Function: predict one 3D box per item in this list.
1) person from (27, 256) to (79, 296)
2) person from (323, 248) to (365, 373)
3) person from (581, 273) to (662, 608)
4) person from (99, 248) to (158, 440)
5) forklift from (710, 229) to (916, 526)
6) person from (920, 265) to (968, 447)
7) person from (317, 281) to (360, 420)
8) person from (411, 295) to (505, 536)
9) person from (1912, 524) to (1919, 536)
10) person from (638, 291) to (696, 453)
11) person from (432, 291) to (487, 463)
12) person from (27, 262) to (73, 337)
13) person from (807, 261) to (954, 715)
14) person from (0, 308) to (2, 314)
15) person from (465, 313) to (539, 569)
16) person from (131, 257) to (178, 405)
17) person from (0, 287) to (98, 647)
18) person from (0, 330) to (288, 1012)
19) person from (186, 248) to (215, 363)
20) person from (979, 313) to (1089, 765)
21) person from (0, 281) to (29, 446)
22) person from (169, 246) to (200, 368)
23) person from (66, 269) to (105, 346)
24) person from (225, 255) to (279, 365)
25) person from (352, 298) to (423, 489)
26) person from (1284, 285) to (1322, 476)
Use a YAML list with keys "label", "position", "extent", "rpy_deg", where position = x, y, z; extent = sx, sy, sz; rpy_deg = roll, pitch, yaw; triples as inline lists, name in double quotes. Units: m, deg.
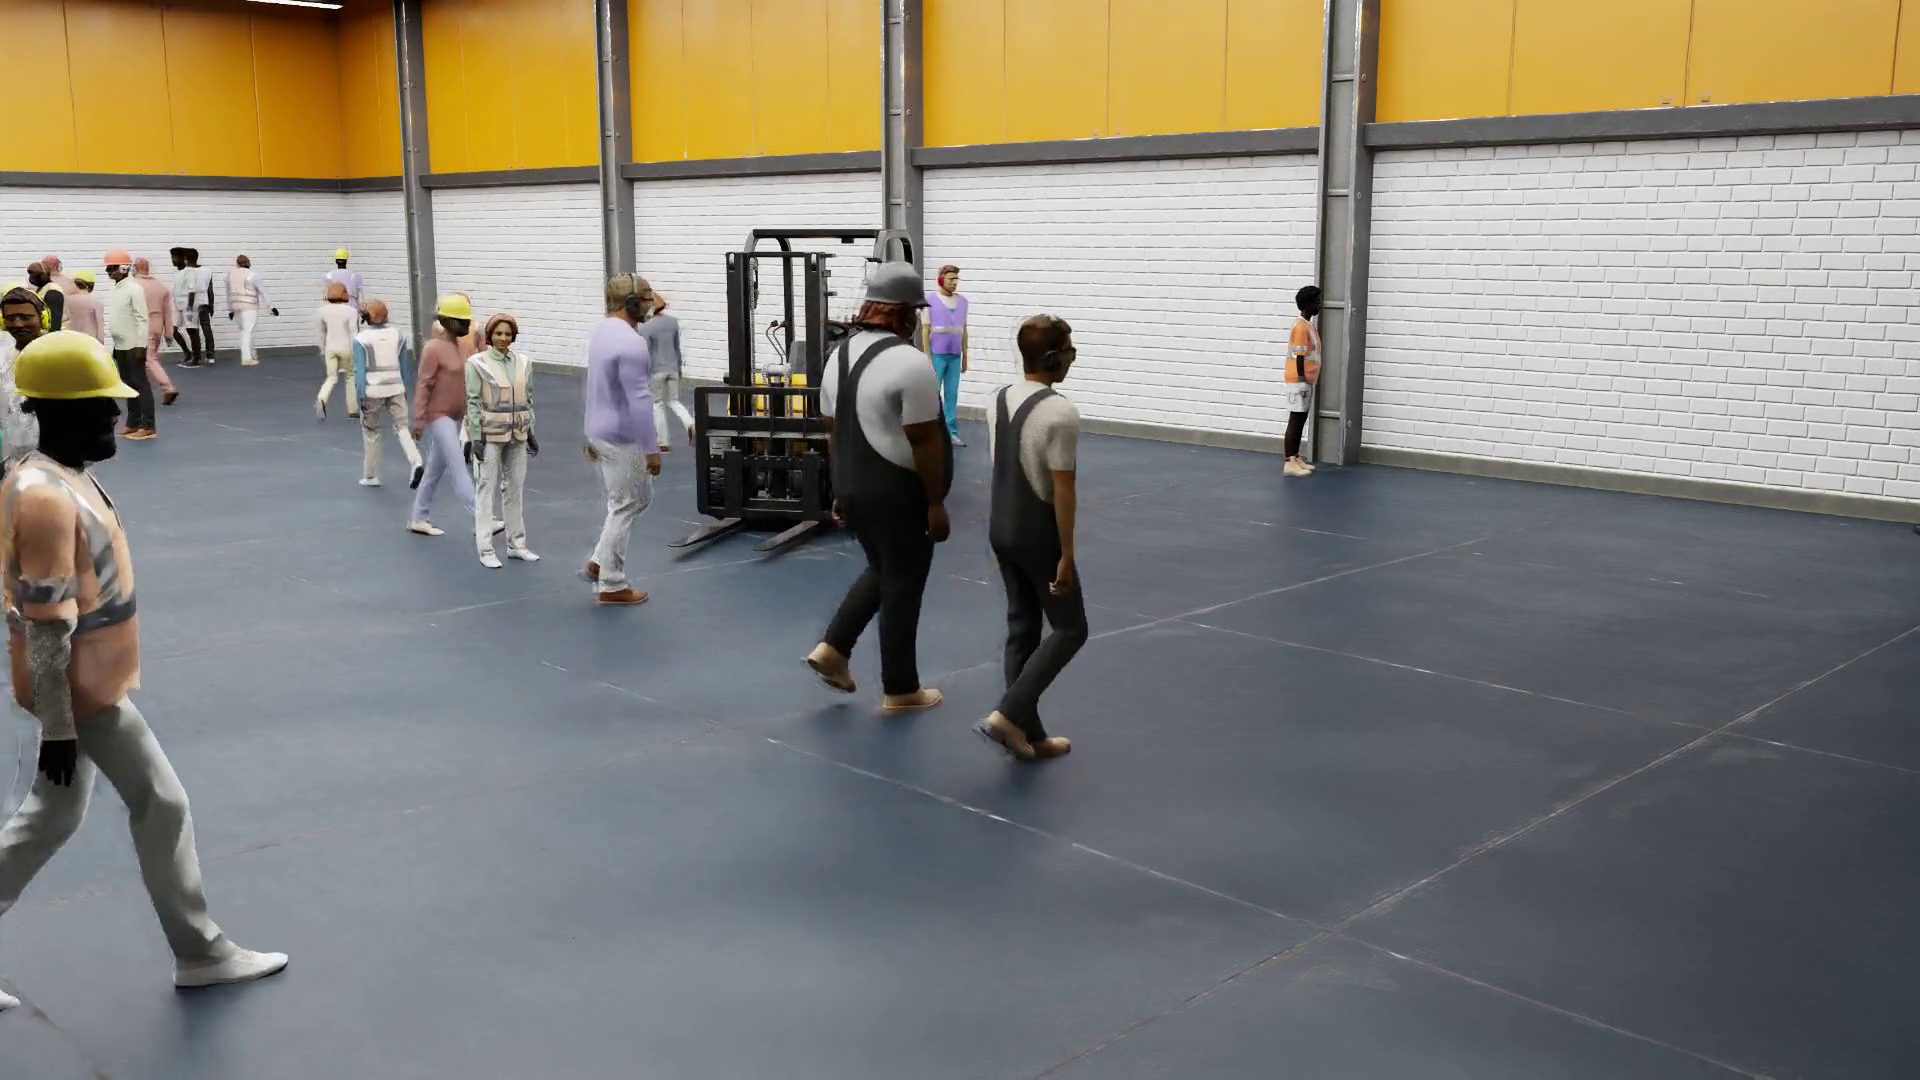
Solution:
- label: "person"
  position: [-11.608, -2.717, 21.432]
  extent: [0.679, 1.857, 0.963]
  rpy_deg: [-4, 11, -22]
- label: "person"
  position: [-9.525, -3.541, 25.760]
  extent: [0.584, 1.929, 0.371]
  rpy_deg: [-3, 11, -17]
- label: "person"
  position: [-1.946, -0.567, 9.576]
  extent: [0.470, 1.914, 0.692]
  rpy_deg: [-6, 12, -29]
- label: "person"
  position: [-8.730, -2.048, 17.436]
  extent: [0.623, 1.992, 0.396]
  rpy_deg: [8, 13, 38]
- label: "forklift"
  position: [-1.050, -1.319, 12.920]
  extent: [1.214, 2.155, 2.313]
  rpy_deg: [2, 11, 13]
- label: "person"
  position: [-0.163, -1.841, 16.736]
  extent: [0.564, 1.841, 0.387]
  rpy_deg: [-8, 13, -36]
- label: "person"
  position: [-7.181, -2.165, 19.146]
  extent: [0.505, 1.610, 0.699]
  rpy_deg: [1, 10, 7]
- label: "person"
  position: [-3.530, -0.855, 11.675]
  extent: [0.922, 1.712, 0.534]
  rpy_deg: [3, 11, 15]
- label: "person"
  position: [6.836, -0.840, 11.138]
  extent: [0.567, 1.878, 0.930]
  rpy_deg: [-6, 12, -28]
- label: "person"
  position: [-2.840, -1.623, 16.155]
  extent: [0.552, 1.609, 0.557]
  rpy_deg: [9, 14, 40]
- label: "person"
  position: [-4.624, -1.500, 15.451]
  extent: [0.516, 1.621, 0.658]
  rpy_deg: [-6, 12, -30]
- label: "person"
  position: [-10.765, -2.379, 19.728]
  extent: [0.433, 1.825, 0.628]
  rpy_deg: [-8, 13, -39]
- label: "person"
  position: [-0.297, -0.231, 7.402]
  extent: [0.570, 2.000, 0.692]
  rpy_deg: [-7, 13, -34]
- label: "person"
  position: [-9.733, -1.796, 16.339]
  extent: [0.678, 1.889, 0.444]
  rpy_deg: [-7, 13, -34]
- label: "person"
  position: [-2.962, -0.647, 10.776]
  extent: [0.313, 1.637, 0.513]
  rpy_deg: [8, 13, 37]
- label: "person"
  position: [-10.252, -2.639, 21.023]
  extent: [0.958, 1.867, 0.633]
  rpy_deg: [5, 11, 23]
- label: "person"
  position: [-4.800, -0.379, 8.680]
  extent: [0.521, 1.870, 0.319]
  rpy_deg: [-5, 11, -23]
- label: "person"
  position: [-2.441, 0.374, 4.524]
  extent: [0.939, 1.888, 0.596]
  rpy_deg: [-5, 12, -26]
- label: "person"
  position: [-12.726, -3.901, 27.749]
  extent: [0.376, 1.917, 0.600]
  rpy_deg: [7, 12, 33]
- label: "person"
  position: [0.273, 0.021, 6.603]
  extent: [0.455, 1.831, 0.511]
  rpy_deg: [-8, 13, -38]
- label: "person"
  position: [-8.211, -1.353, 14.340]
  extent: [0.599, 1.744, 0.550]
  rpy_deg: [-5, 12, -27]
- label: "person"
  position: [-12.494, -3.730, 26.721]
  extent: [0.645, 1.949, 0.465]
  rpy_deg: [8, 13, 37]
- label: "person"
  position: [-10.547, -2.391, 20.013]
  extent: [0.522, 1.737, 0.832]
  rpy_deg: [0, 10, 1]
- label: "person"
  position: [-11.727, -3.801, 27.549]
  extent: [0.814, 1.790, 0.823]
  rpy_deg: [3, 11, 15]
- label: "person"
  position: [-4.827, -1.227, 13.988]
  extent: [0.739, 1.613, 0.517]
  rpy_deg: [10, 14, 43]
- label: "person"
  position: [3.057, -1.417, 14.830]
  extent: [0.317, 1.694, 0.535]
  rpy_deg: [4, 11, 20]
